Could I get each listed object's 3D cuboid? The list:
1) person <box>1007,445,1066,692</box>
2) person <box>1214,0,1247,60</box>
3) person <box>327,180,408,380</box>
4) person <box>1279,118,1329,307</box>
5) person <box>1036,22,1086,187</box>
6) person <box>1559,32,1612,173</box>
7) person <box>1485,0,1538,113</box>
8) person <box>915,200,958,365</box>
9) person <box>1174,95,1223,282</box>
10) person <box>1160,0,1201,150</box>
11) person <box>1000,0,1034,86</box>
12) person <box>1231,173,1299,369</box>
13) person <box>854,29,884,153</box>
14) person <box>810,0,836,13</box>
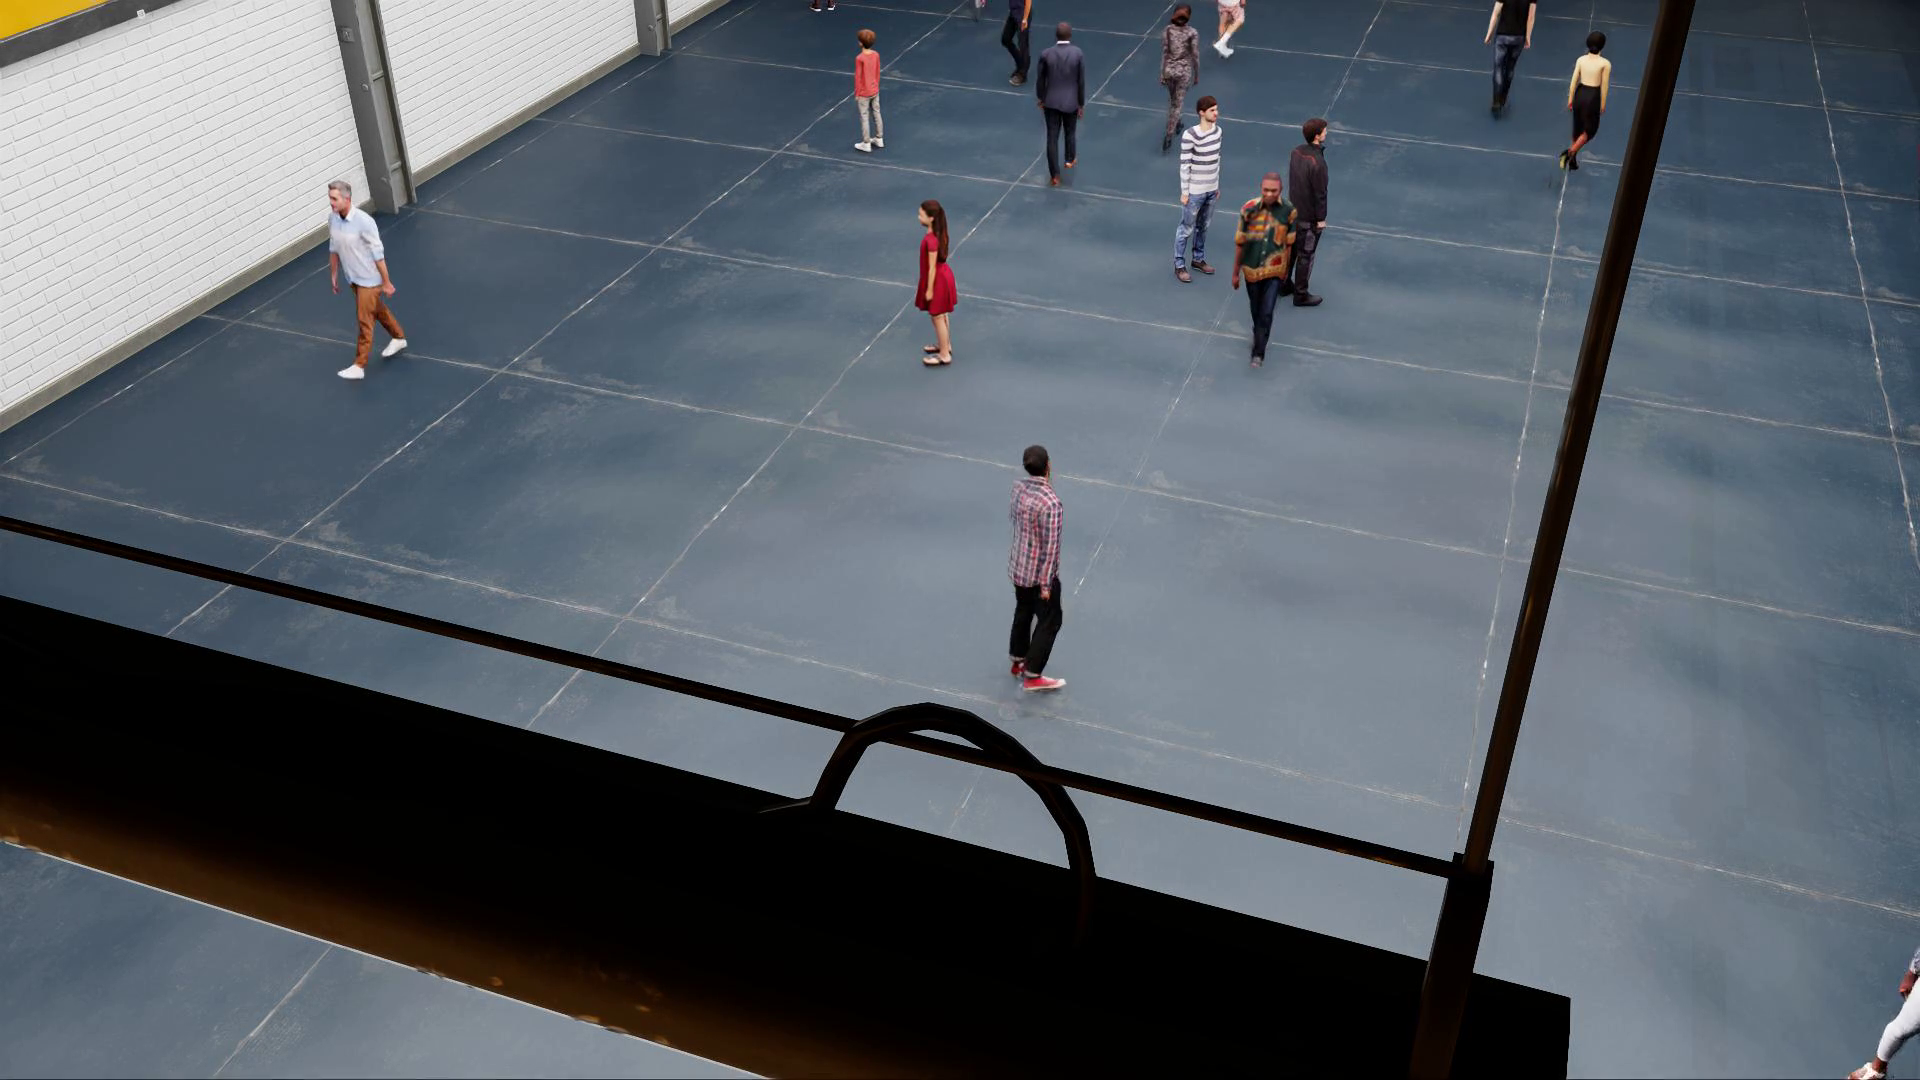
[{"bbox_3d":[0.472,0.218,11.099,0.871,1.725,0.868,-12,36,-18],"label":"person"},{"bbox_3d":[3.600,-7.367,22.464,0.895,1.776,0.820,-29,43,-36],"label":"person"},{"bbox_3d":[-5.311,-2.393,14.978,0.864,1.779,1.208,19,38,26],"label":"person"},{"bbox_3d":[3.347,-3.183,16.113,0.847,1.838,0.764,-12,35,-17],"label":"person"},{"bbox_3d":[1.129,-4.857,18.670,0.861,1.797,1.094,4,34,6],"label":"person"},{"bbox_3d":[7.087,-4.921,18.910,0.925,1.636,0.788,-28,43,-35],"label":"person"},{"bbox_3d":[6.831,-6.230,20.664,0.806,1.875,1.089,5,34,8],"label":"person"},{"bbox_3d":[-0.210,-2.363,15.142,0.693,1.548,0.628,1,34,2],"label":"person"},{"bbox_3d":[2.388,-3.531,16.623,0.677,1.854,0.785,-21,39,-29],"label":"person"},{"bbox_3d":[2.560,-5.446,19.674,0.616,1.666,1.138,13,36,19],"label":"person"},{"bbox_3d":[0.857,-6.829,21.649,0.827,1.783,0.784,-17,37,-24],"label":"person"},{"bbox_3d":[2.768,-2.505,15.168,0.769,1.755,1.183,8,34,11],"label":"person"},{"bbox_3d":[-1.085,-5.346,19.750,0.527,1.415,0.636,-29,43,-36],"label":"person"},{"bbox_3d":[-2.063,-8.714,24.509,0.676,1.755,0.707,-9,35,-13],"label":"person"}]
